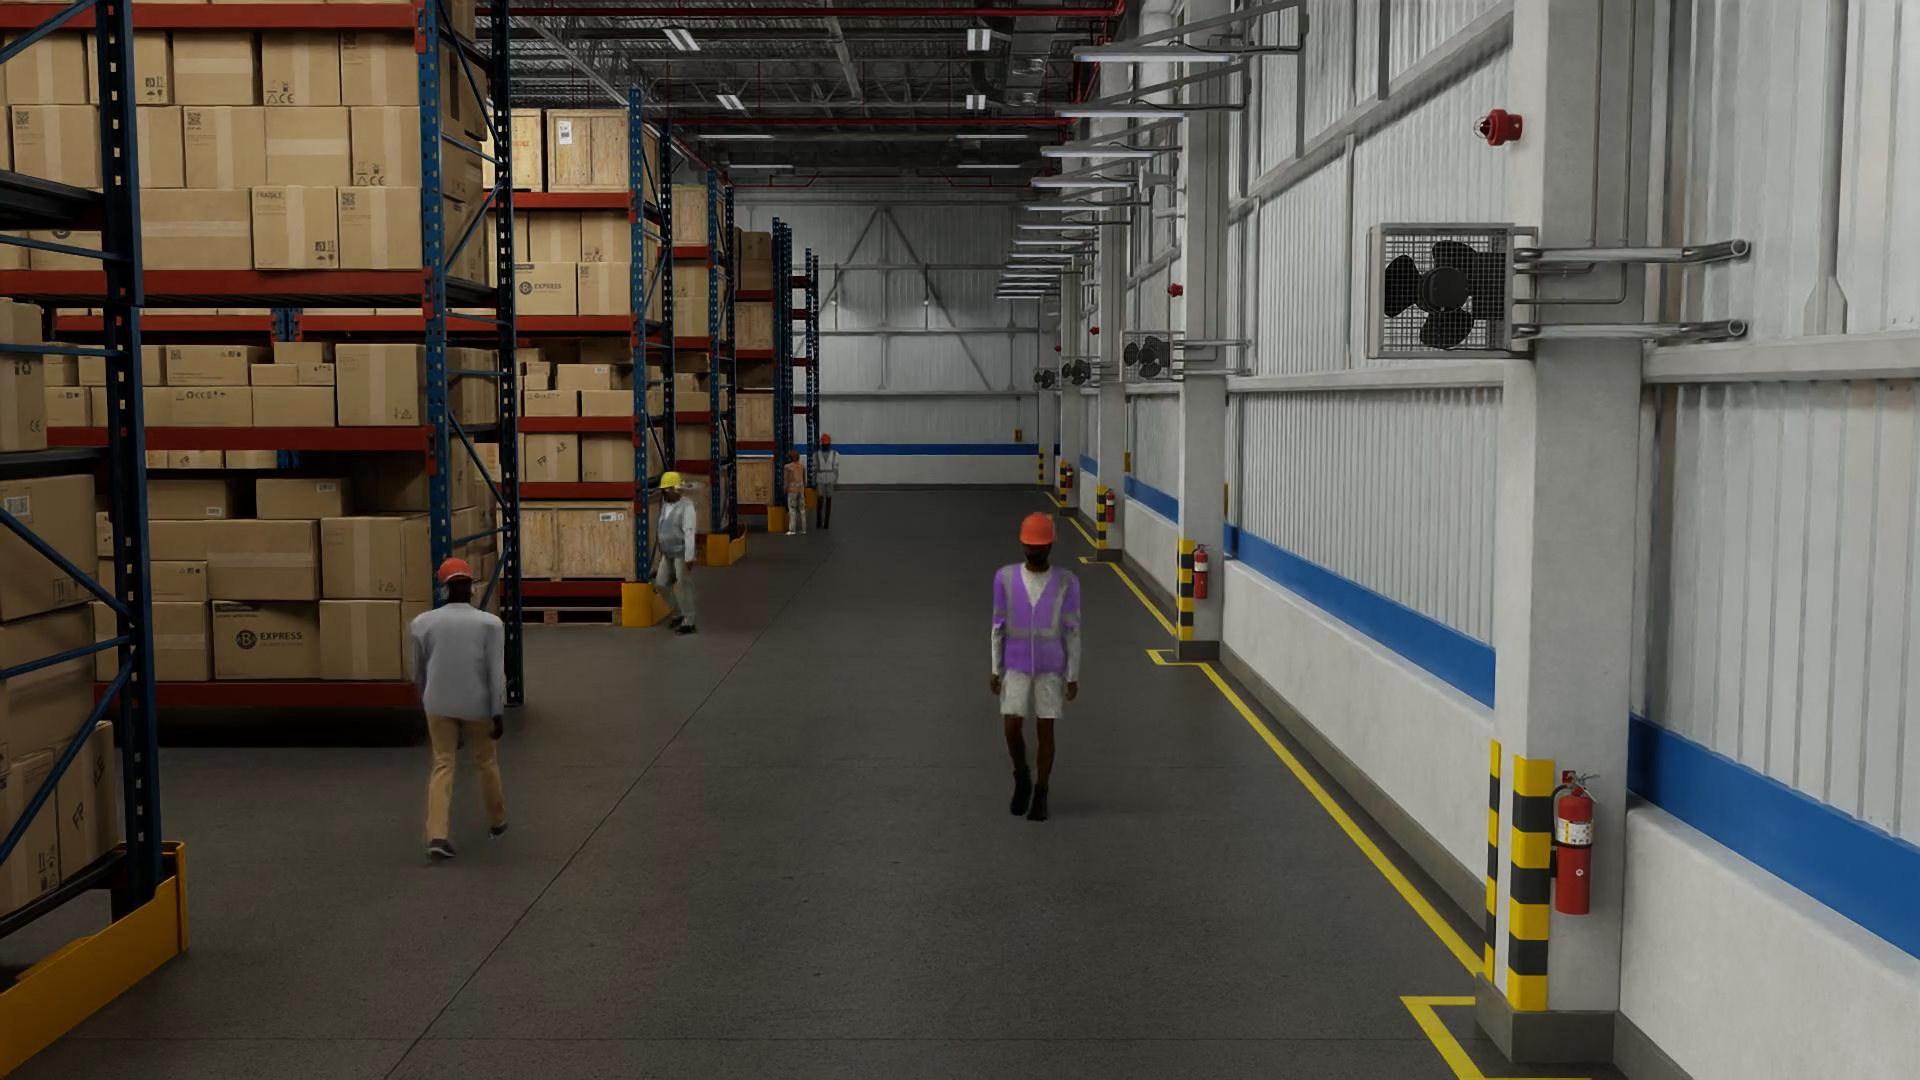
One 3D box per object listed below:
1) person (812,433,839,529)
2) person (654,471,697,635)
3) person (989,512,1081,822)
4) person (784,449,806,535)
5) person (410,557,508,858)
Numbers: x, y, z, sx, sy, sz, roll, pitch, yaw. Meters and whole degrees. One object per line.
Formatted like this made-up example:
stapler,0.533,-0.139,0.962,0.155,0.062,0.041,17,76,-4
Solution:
person,-2.659,-1.154,32.936,0.538,1.909,0.658,-1,5,-7
person,-3.110,0.150,18.320,0.441,1.807,0.697,-4,6,-40
person,0.461,0.785,10.274,0.578,1.922,0.404,1,5,8
person,-3.129,-0.902,31.584,0.522,1.636,0.310,-5,7,-44
person,-2.905,0.955,9.611,0.567,1.706,0.848,0,5,-3
